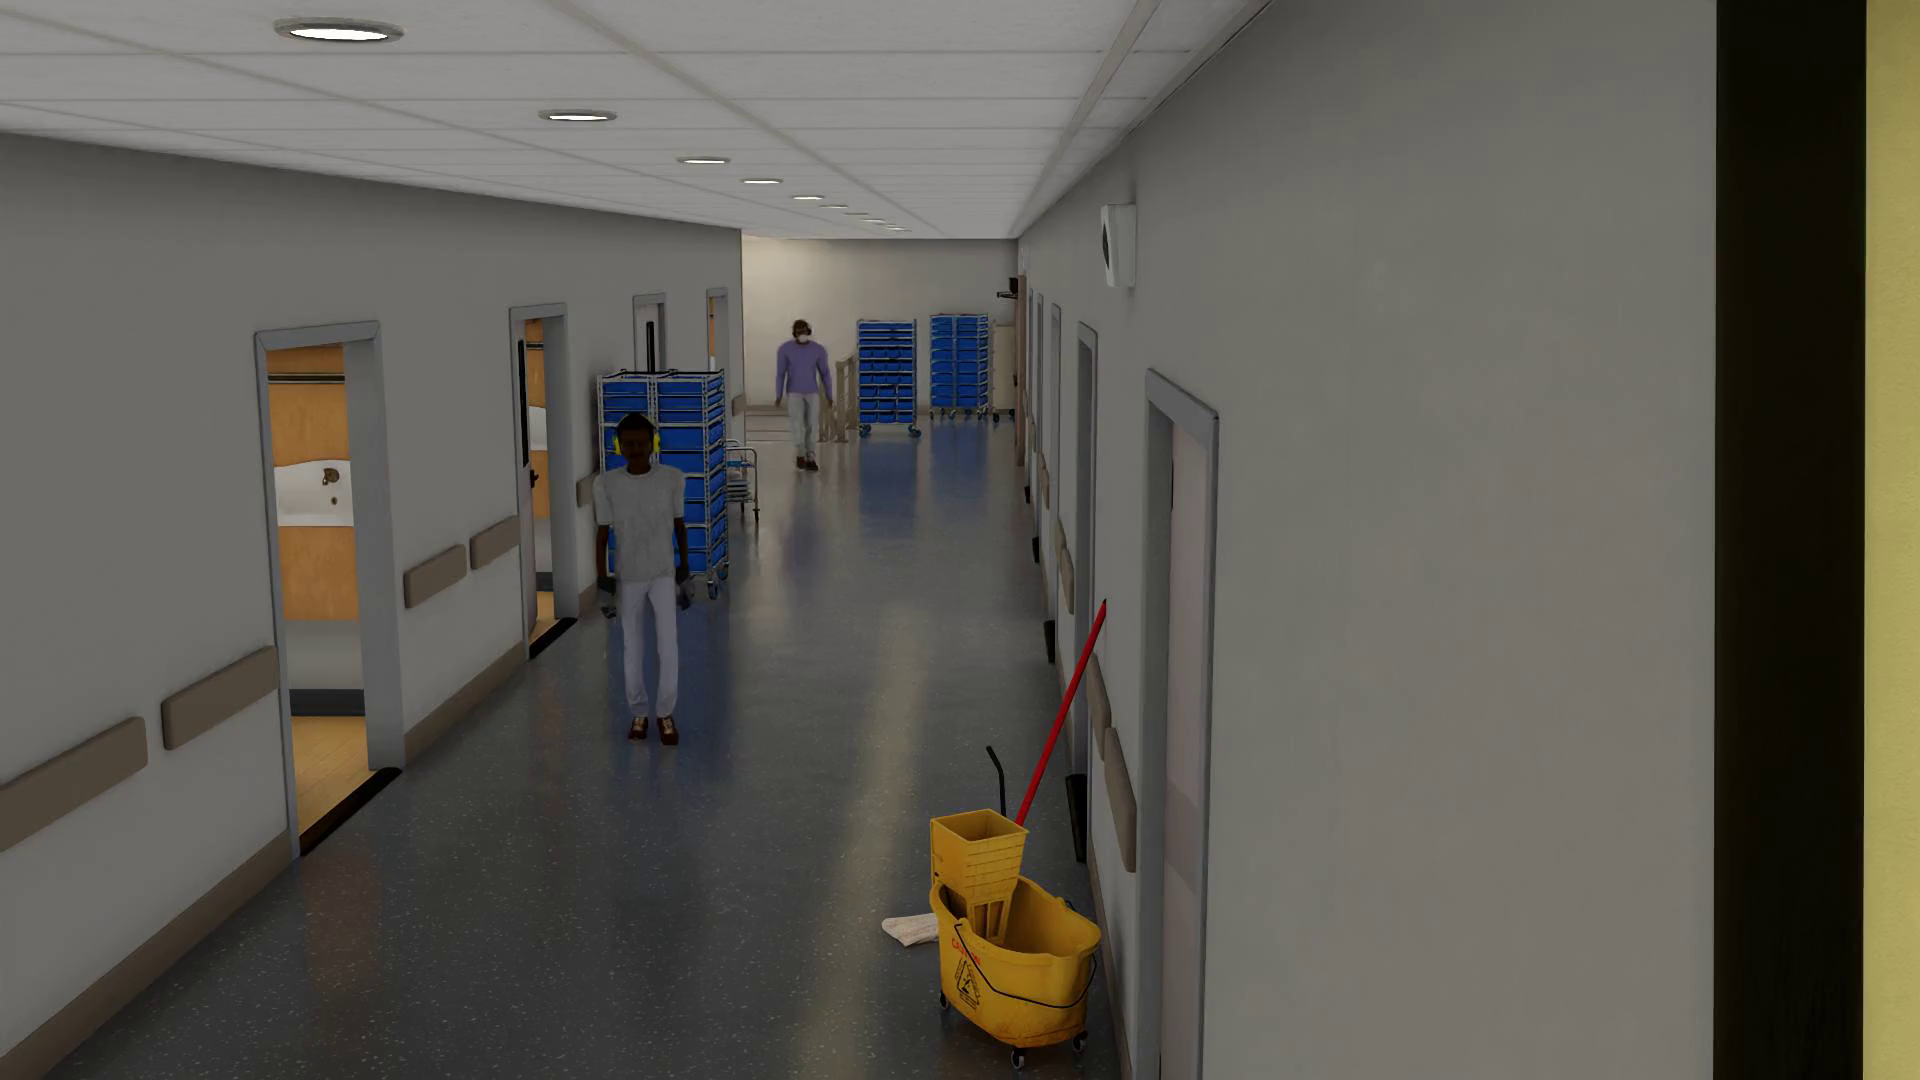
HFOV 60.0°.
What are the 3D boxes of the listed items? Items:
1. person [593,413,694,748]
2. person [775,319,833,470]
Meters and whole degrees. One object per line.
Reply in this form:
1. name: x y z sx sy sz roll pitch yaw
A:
1. person: -1.704 0.217 8.999 0.528 1.831 0.590 -2 10 -14
2. person: -1.960 -1.815 20.929 0.740 1.910 0.493 -3 10 -18
